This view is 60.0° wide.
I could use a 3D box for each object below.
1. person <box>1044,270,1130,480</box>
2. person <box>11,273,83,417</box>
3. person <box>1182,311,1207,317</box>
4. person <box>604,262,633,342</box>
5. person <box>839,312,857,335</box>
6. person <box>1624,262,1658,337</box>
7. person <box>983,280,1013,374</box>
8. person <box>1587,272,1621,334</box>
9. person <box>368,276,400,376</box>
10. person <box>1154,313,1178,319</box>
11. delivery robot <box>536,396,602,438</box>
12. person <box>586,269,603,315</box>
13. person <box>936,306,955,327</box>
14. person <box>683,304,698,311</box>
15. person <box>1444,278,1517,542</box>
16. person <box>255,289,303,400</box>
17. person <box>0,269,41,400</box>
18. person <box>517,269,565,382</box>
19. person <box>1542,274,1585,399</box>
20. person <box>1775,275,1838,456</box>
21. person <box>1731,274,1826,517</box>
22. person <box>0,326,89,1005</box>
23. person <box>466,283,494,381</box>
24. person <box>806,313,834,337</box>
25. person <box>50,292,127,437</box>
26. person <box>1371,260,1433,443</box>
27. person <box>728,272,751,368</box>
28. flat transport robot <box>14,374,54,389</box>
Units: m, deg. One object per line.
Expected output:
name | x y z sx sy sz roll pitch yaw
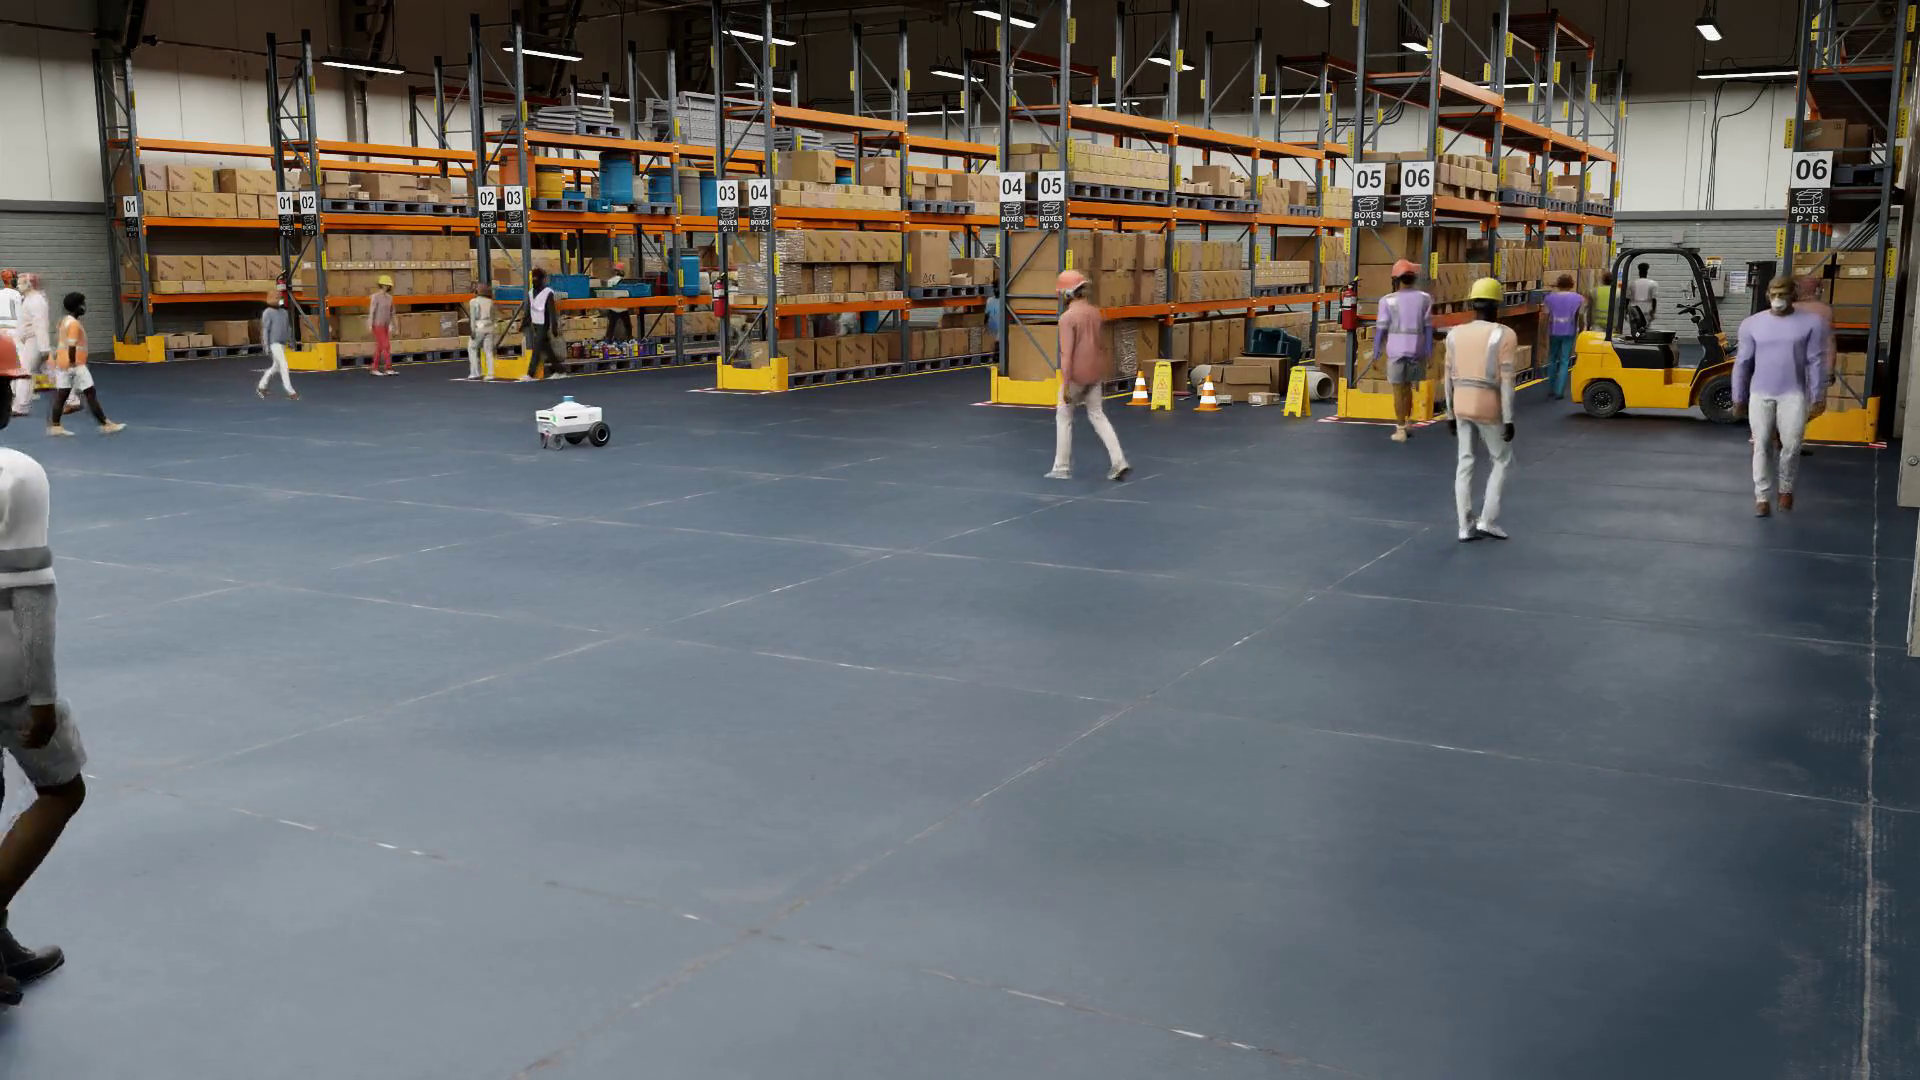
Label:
person | 1.173 -1.492 15.340 0.931 1.960 0.656 9 14 44
person | -11.989 -2.536 21.624 0.976 1.865 0.657 -5 11 -27
person | 4.621 -4.399 32.588 0.514 1.845 0.764 6 11 30
person | -7.284 -4.938 35.454 0.620 1.952 1.014 5 11 29
person | -2.053 -4.155 31.531 0.511 1.694 0.877 5 11 25
person | 13.774 -4.641 33.691 0.612 1.946 0.511 4 10 20
person | 0.638 -3.730 29.181 0.548 1.646 0.884 7 12 36
person | 11.216 -3.749 28.923 0.630 1.804 0.949 5 11 28
person | -9.902 -3.688 28.714 0.769 1.727 0.533 3 10 15
person | 4.546 -5.216 36.780 0.697 2.000 0.804 4 11 23
delivery robot | -4.233 -1.317 18.019 0.477 0.478 0.707 7 12 36
person | -8.830 -5.732 40.515 0.599 1.794 0.919 5 11 27
person | -0.308 -5.490 38.811 0.628 1.906 0.913 4 11 23
person | -6.939 -6.125 42.195 0.614 2.018 0.804 6 11 29
person | 3.803 -0.936 12.068 0.501 1.912 0.623 -8 12 -39
person | -9.952 -2.843 24.162 0.805 1.600 0.509 2 10 14
person | -13.664 -2.963 24.052 0.576 1.882 0.355 3 10 18
person | -7.001 -3.586 27.752 0.595 1.870 0.980 9 13 43
person | 8.830 -2.975 24.353 0.567 1.795 0.964 5 11 26
person | 8.632 -1.769 17.047 0.635 1.889 0.659 -4 11 -23
person | 6.474 -1.135 13.213 0.662 1.927 0.436 6 11 31
person | -2.676 0.355 4.528 0.551 1.924 0.491 2 10 13
person | -8.045 -3.467 27.755 0.616 1.619 0.524 6 11 31
person | -2.924 -4.660 34.175 0.523 1.810 0.836 5 11 26
person | -10.103 -2.007 19.124 0.833 1.653 0.540 -8 13 -39
person | 4.917 -2.102 18.585 0.655 2.021 0.598 -2 10 -10
person | -4.030 -3.993 30.351 0.604 1.783 0.892 6 11 31
flat transport robot | -14.712 -2.482 25.947 1.431 0.197 0.652 5 11 28
